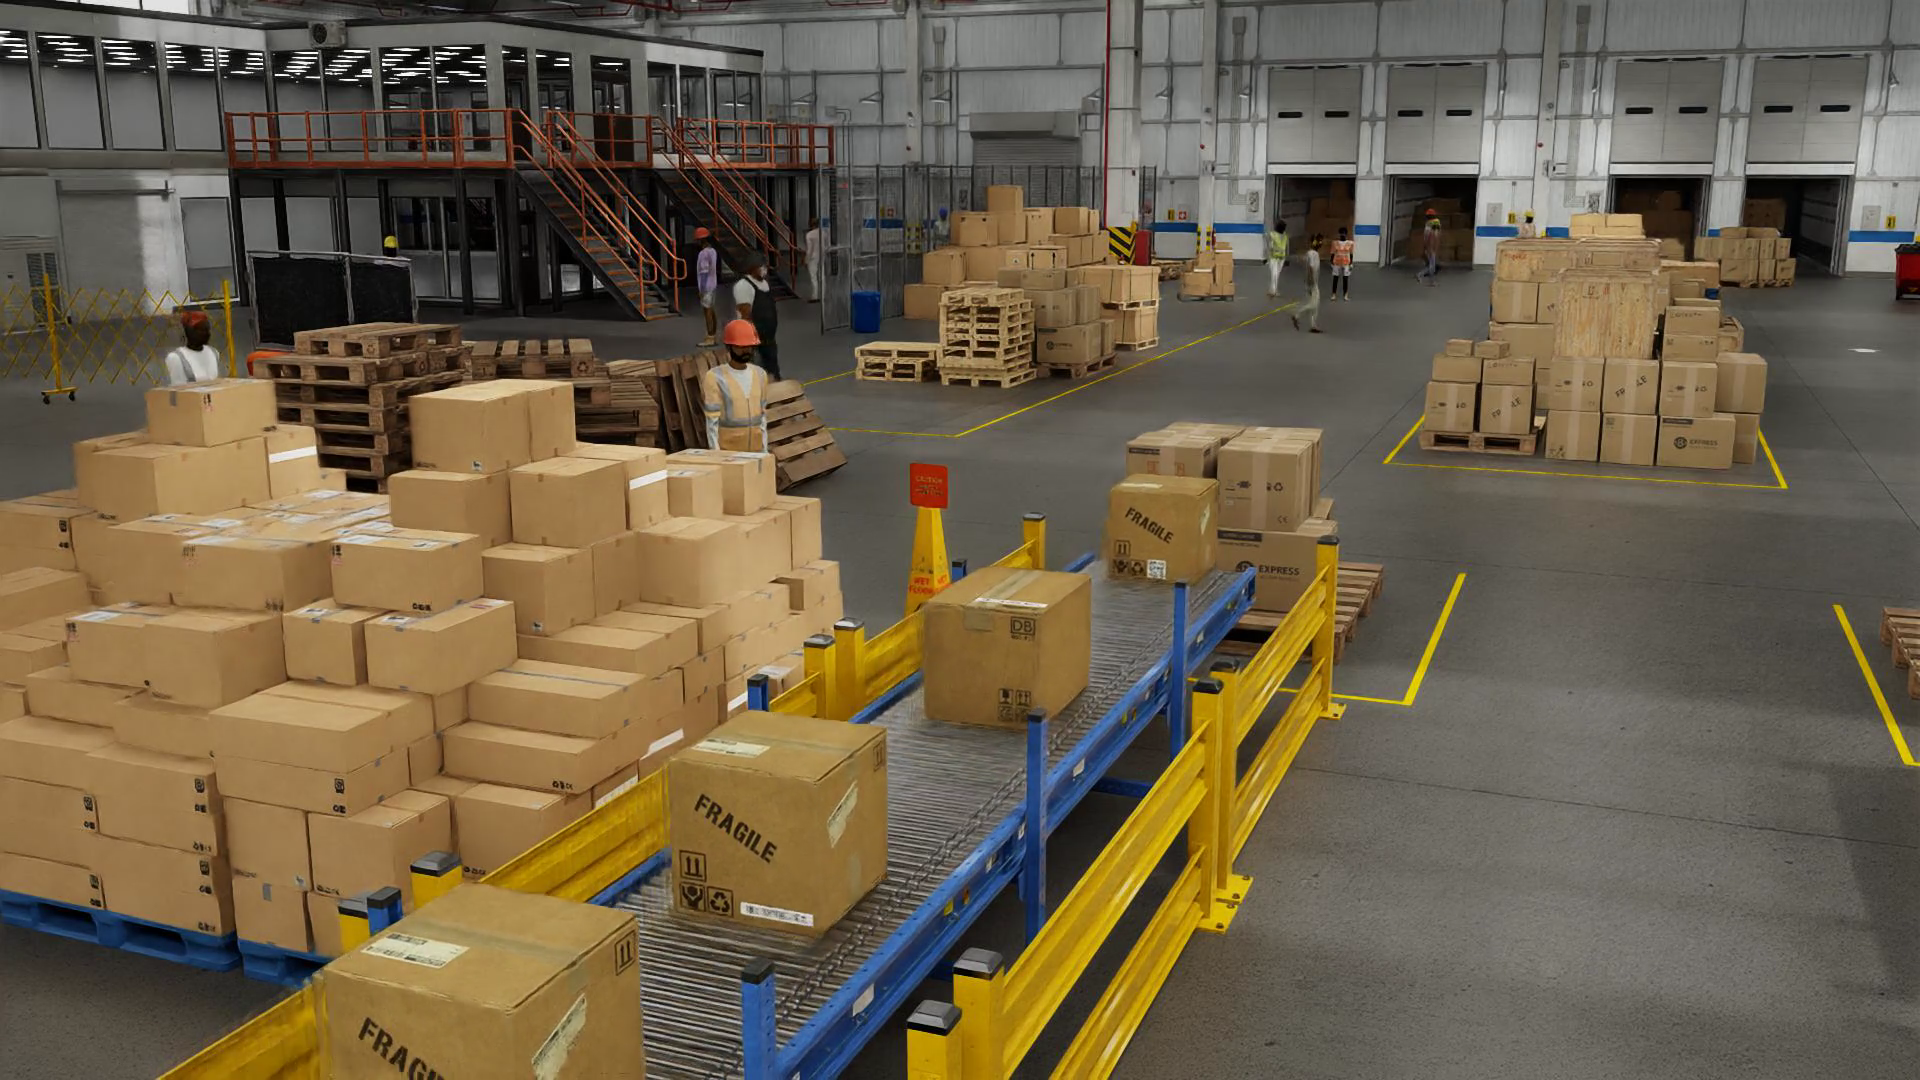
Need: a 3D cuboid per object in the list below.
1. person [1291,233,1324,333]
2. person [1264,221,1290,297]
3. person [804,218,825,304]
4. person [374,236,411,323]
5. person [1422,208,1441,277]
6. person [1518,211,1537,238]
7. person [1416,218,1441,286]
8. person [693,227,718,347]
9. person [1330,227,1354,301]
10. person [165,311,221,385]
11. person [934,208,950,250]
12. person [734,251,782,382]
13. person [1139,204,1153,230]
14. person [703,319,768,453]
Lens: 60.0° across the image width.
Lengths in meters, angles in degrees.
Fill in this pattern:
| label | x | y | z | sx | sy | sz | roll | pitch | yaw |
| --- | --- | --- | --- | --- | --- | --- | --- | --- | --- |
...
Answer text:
| label | x | y | z | sx | sy | sz | roll | pitch | yaw |
| --- | --- | --- | --- | --- | --- | --- | --- | --- | --- |
| person | 6.490 | -4.753 | 30.835 | 0.528 | 1.854 | 0.539 | 7 | 14 | 29 |
| person | 7.581 | -6.649 | 39.442 | 0.639 | 1.805 | 0.826 | -6 | 14 | -26 |
| person | -3.291 | -6.335 | 37.776 | 0.376 | 1.923 | 0.661 | 9 | 15 | 34 |
| person | -9.397 | -4.077 | 27.632 | 0.595 | 1.923 | 0.375 | -8 | 15 | -32 |
| person | 13.306 | -8.378 | 46.927 | 0.585 | 1.924 | 0.552 | 9 | 15 | 35 |
| person | 15.946 | -8.281 | 46.636 | 0.593 | 1.862 | 1.024 | -10 | 16 | -37 |
| person | 12.210 | -7.463 | 43.208 | 0.483 | 1.757 | 0.528 | 4 | 13 | 16 |
| person | -4.358 | -4.330 | 28.502 | 0.372 | 2.044 | 0.608 | 2 | 13 | 7 |
| person | 8.825 | -6.374 | 38.457 | 0.535 | 1.697 | 0.318 | 2 | 13 | 11 |
| person | -6.236 | -0.956 | 13.770 | 0.693 | 1.860 | 0.575 | 5 | 13 | 21 |
| person | -0.460 | -8.275 | 46.432 | 0.602 | 1.940 | 0.402 | 1 | 13 | 4 |
| person | -2.661 | -2.750 | 21.421 | 1.003 | 2.000 | 0.691 | 8 | 15 | 31 |
| person | 5.839 | -9.509 | 51.933 | 0.538 | 1.953 | 0.655 | -5 | 14 | -23 |
| person | -1.619 | -0.663 | 12.290 | 0.543 | 1.939 | 0.371 | -11 | 17 | -41 |
